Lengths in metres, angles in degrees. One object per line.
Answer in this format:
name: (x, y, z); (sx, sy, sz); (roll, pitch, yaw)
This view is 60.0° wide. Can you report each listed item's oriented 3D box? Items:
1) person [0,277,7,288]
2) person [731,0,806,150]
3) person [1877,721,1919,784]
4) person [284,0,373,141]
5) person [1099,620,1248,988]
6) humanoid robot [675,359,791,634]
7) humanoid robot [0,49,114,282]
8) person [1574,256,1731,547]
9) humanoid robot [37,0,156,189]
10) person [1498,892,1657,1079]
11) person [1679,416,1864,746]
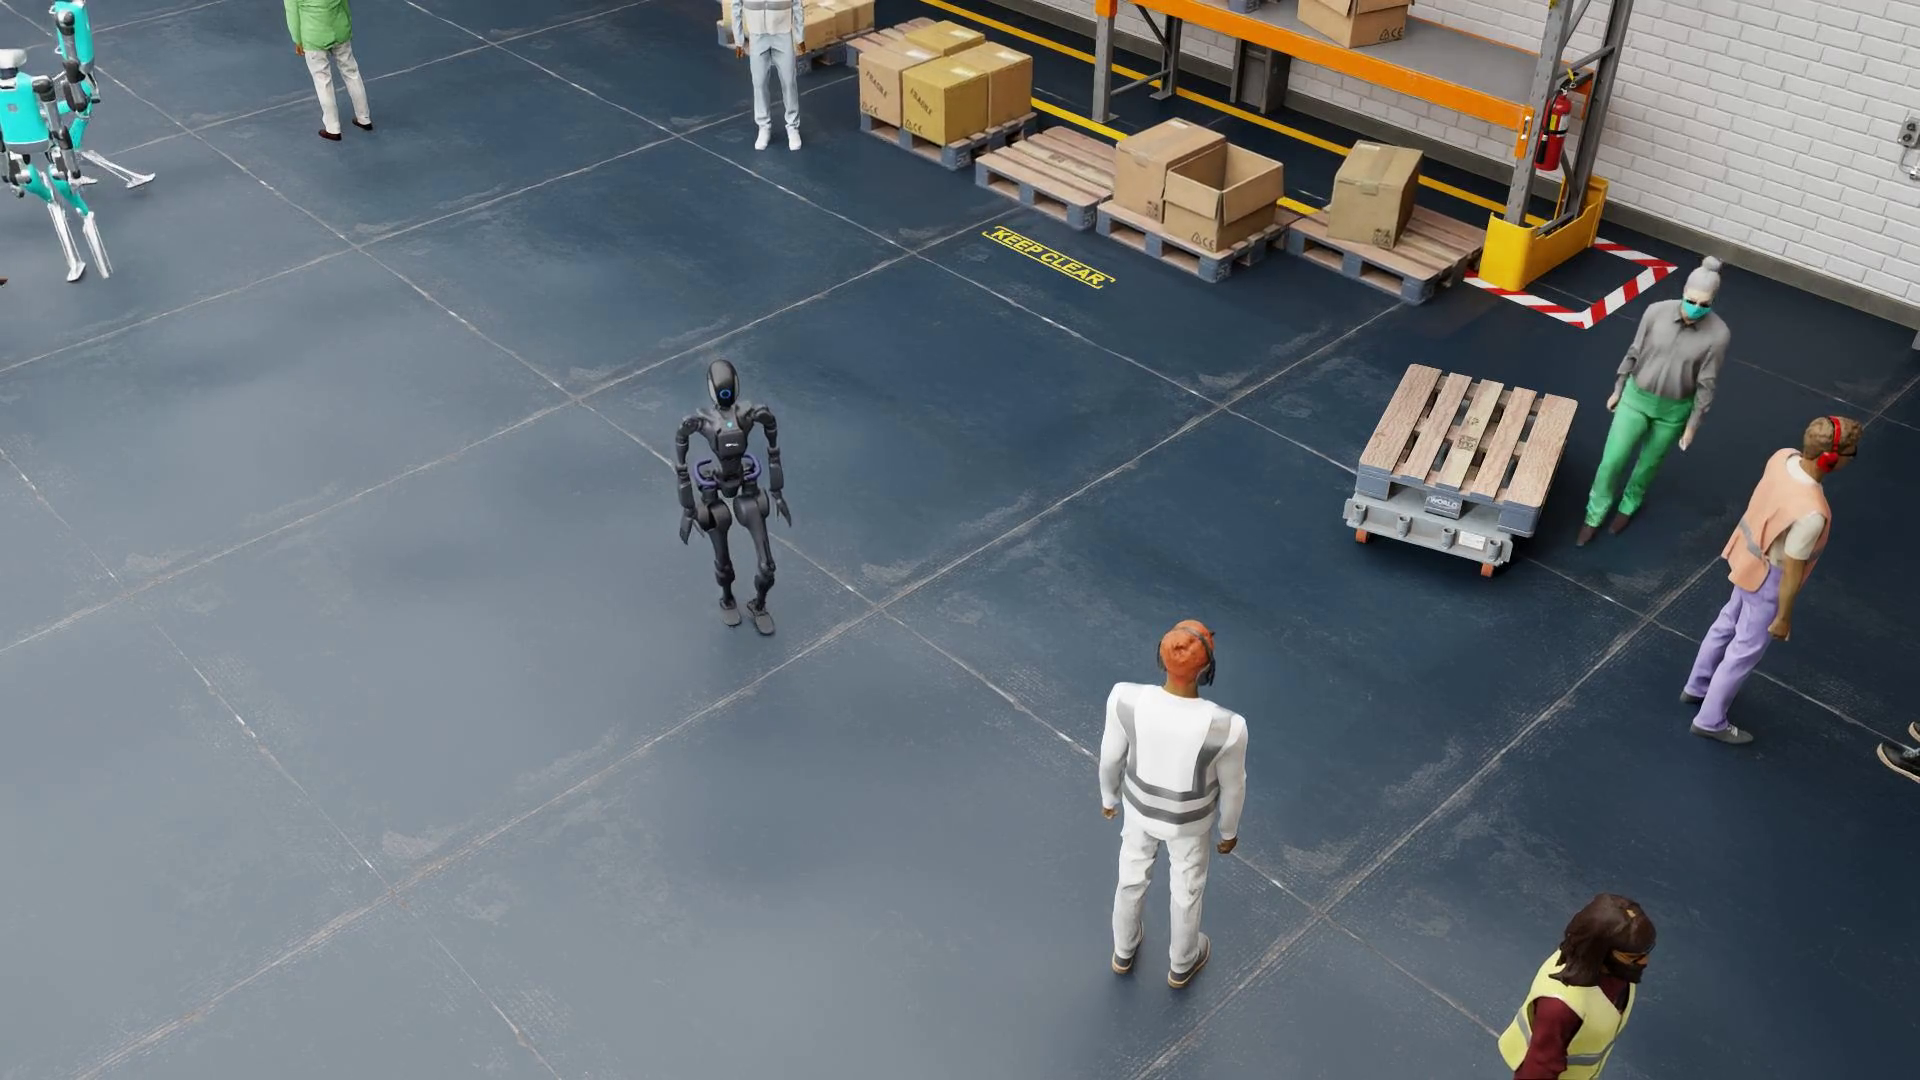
person: (-7.081, -2.456, 11.509); (0.620, 1.812, 0.522); (-28, 45, -32)
person: (-1.571, -4.157, 13.682); (0.595, 1.908, 0.409); (-2, 37, -3)
person: (4.808, 0.322, 7.712); (0.596, 1.958, 0.370); (-25, 44, -29)
person: (-5.320, -4.236, 13.897); (0.388, 1.776, 0.539); (30, 46, 33)
person: (0.850, 1.093, 6.746); (0.585, 1.882, 0.342); (13, 39, 17)
humanoid robot: (-1.184, -0.212, 8.647); (0.588, 1.640, 0.455); (-13, 39, -16)
humanoid robot: (-6.505, -2.660, 11.881); (0.542, 1.854, 0.654); (-7, 38, -9)
person: (3.852, -0.726, 9.199); (0.533, 1.825, 0.690); (19, 41, 24)
humanoid robot: (-6.953, -3.479, 12.908); (0.953, 1.740, 0.534); (-8, 38, -10)
person: (2.081, 1.851, 5.838); (0.363, 1.767, 0.472); (31, 47, 34)
person: (3.856, 0.192, 7.977); (0.378, 1.838, 0.564); (5, 37, 6)
